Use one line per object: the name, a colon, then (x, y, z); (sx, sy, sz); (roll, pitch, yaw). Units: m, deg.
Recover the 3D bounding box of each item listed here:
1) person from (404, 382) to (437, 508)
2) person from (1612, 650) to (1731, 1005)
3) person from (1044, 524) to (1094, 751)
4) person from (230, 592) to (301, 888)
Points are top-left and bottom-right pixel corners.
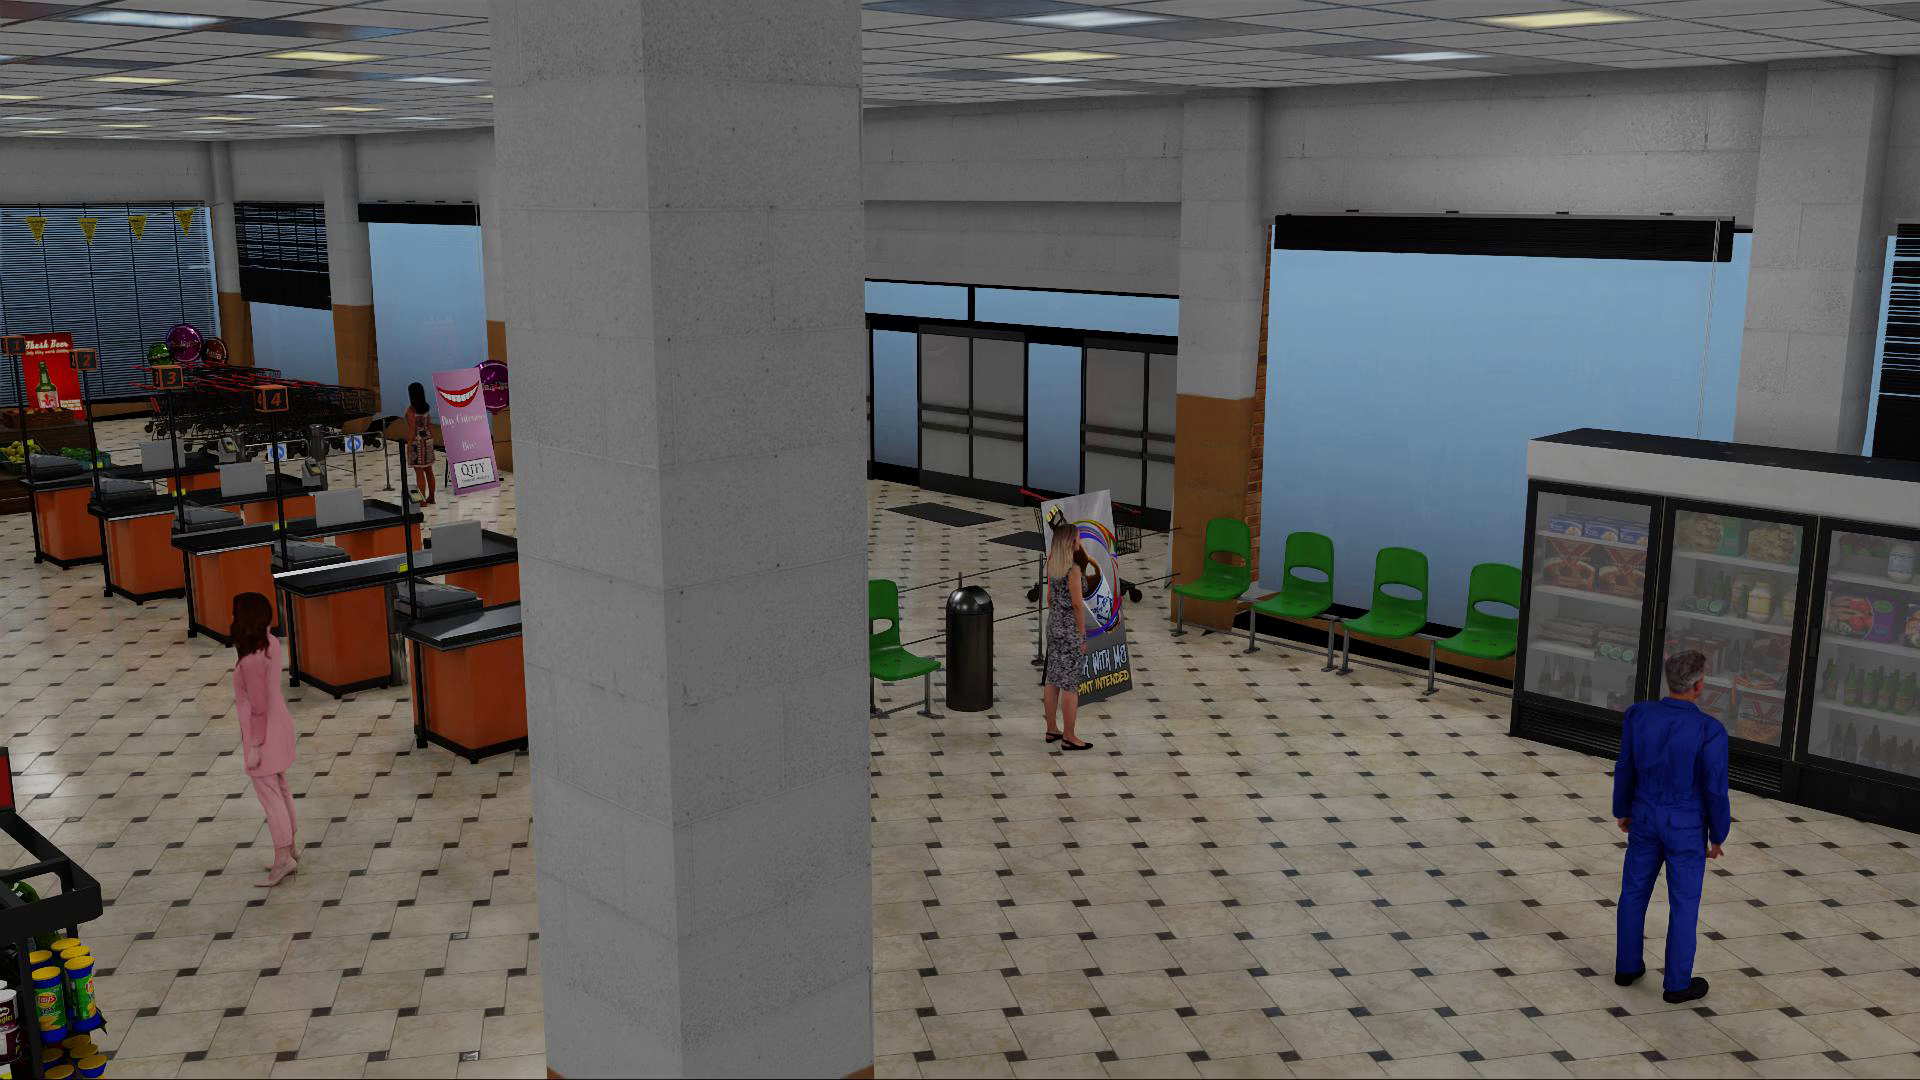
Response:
person: (-7.135, -1.270, 21.992); (0.784, 1.645, 0.635); (4, 13, 19)
person: (3.657, 1.460, 8.588); (0.543, 1.827, 0.737); (-11, 16, -41)
person: (0.776, 0.714, 12.425); (0.580, 1.706, 0.614); (-7, 14, -29)
person: (-4.143, 1.183, 9.961); (0.730, 1.802, 0.690); (-1, 12, -5)
